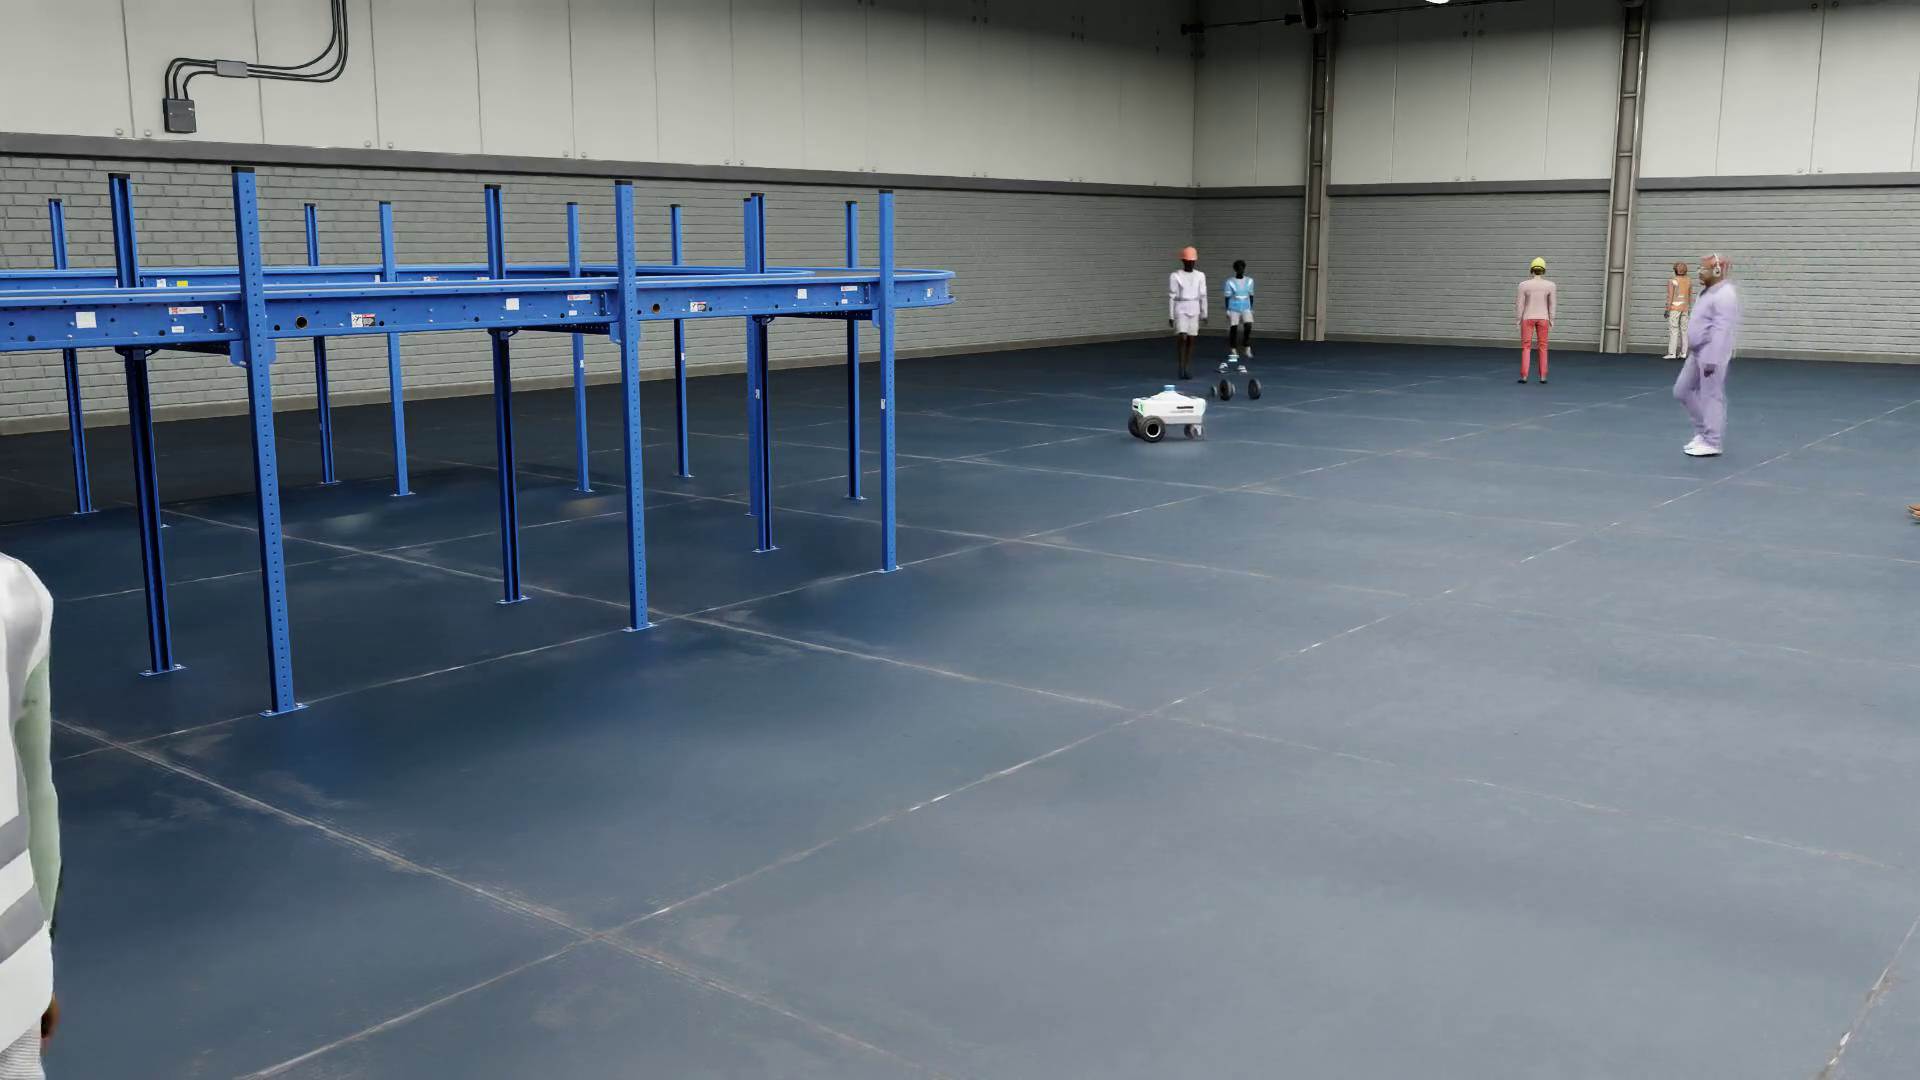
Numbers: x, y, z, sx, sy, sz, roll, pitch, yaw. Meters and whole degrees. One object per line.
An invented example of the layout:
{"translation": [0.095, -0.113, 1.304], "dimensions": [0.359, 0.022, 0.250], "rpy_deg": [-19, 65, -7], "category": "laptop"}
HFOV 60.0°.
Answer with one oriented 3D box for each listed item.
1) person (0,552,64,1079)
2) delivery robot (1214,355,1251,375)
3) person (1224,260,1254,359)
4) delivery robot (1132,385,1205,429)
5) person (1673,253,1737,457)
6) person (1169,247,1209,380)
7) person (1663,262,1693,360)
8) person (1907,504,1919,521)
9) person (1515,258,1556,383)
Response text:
{"translation": [-1.466, 0.653, 2.246], "dimensions": [0.412, 1.947, 0.627], "rpy_deg": [3, 11, 14], "category": "person"}
{"translation": [3.514, -2.266, 21.412], "dimensions": [0.335, 0.223, 0.698], "rpy_deg": [-3, 11, -17], "category": "delivery robot"}
{"translation": [4.756, -3.893, 28.178], "dimensions": [0.546, 1.667, 0.701], "rpy_deg": [-2, 10, -9], "category": "person"}
{"translation": [2.133, -1.336, 16.970], "dimensions": [0.707, 0.478, 0.477], "rpy_deg": [-2, 10, -9], "category": "delivery robot"}
{"translation": [6.981, -1.729, 15.583], "dimensions": [0.439, 1.888, 0.685], "rpy_deg": [1, 10, 7], "category": "person"}
{"translation": [3.347, -3.276, 24.121], "dimensions": [0.546, 1.914, 0.721], "rpy_deg": [-3, 11, -17], "category": "person"}
{"translation": [12.201, -3.889, 28.259], "dimensions": [0.520, 1.639, 0.312], "rpy_deg": [-3, 11, -18], "category": "person"}
{"translation": [7.111, -1.092, 11.931], "dimensions": [0.363, 1.939, 0.636], "rpy_deg": [5, 11, 26], "category": "person"}
{"translation": [8.169, -3.117, 23.633], "dimensions": [0.533, 1.767, 0.327], "rpy_deg": [2, 10, 10], "category": "person"}
